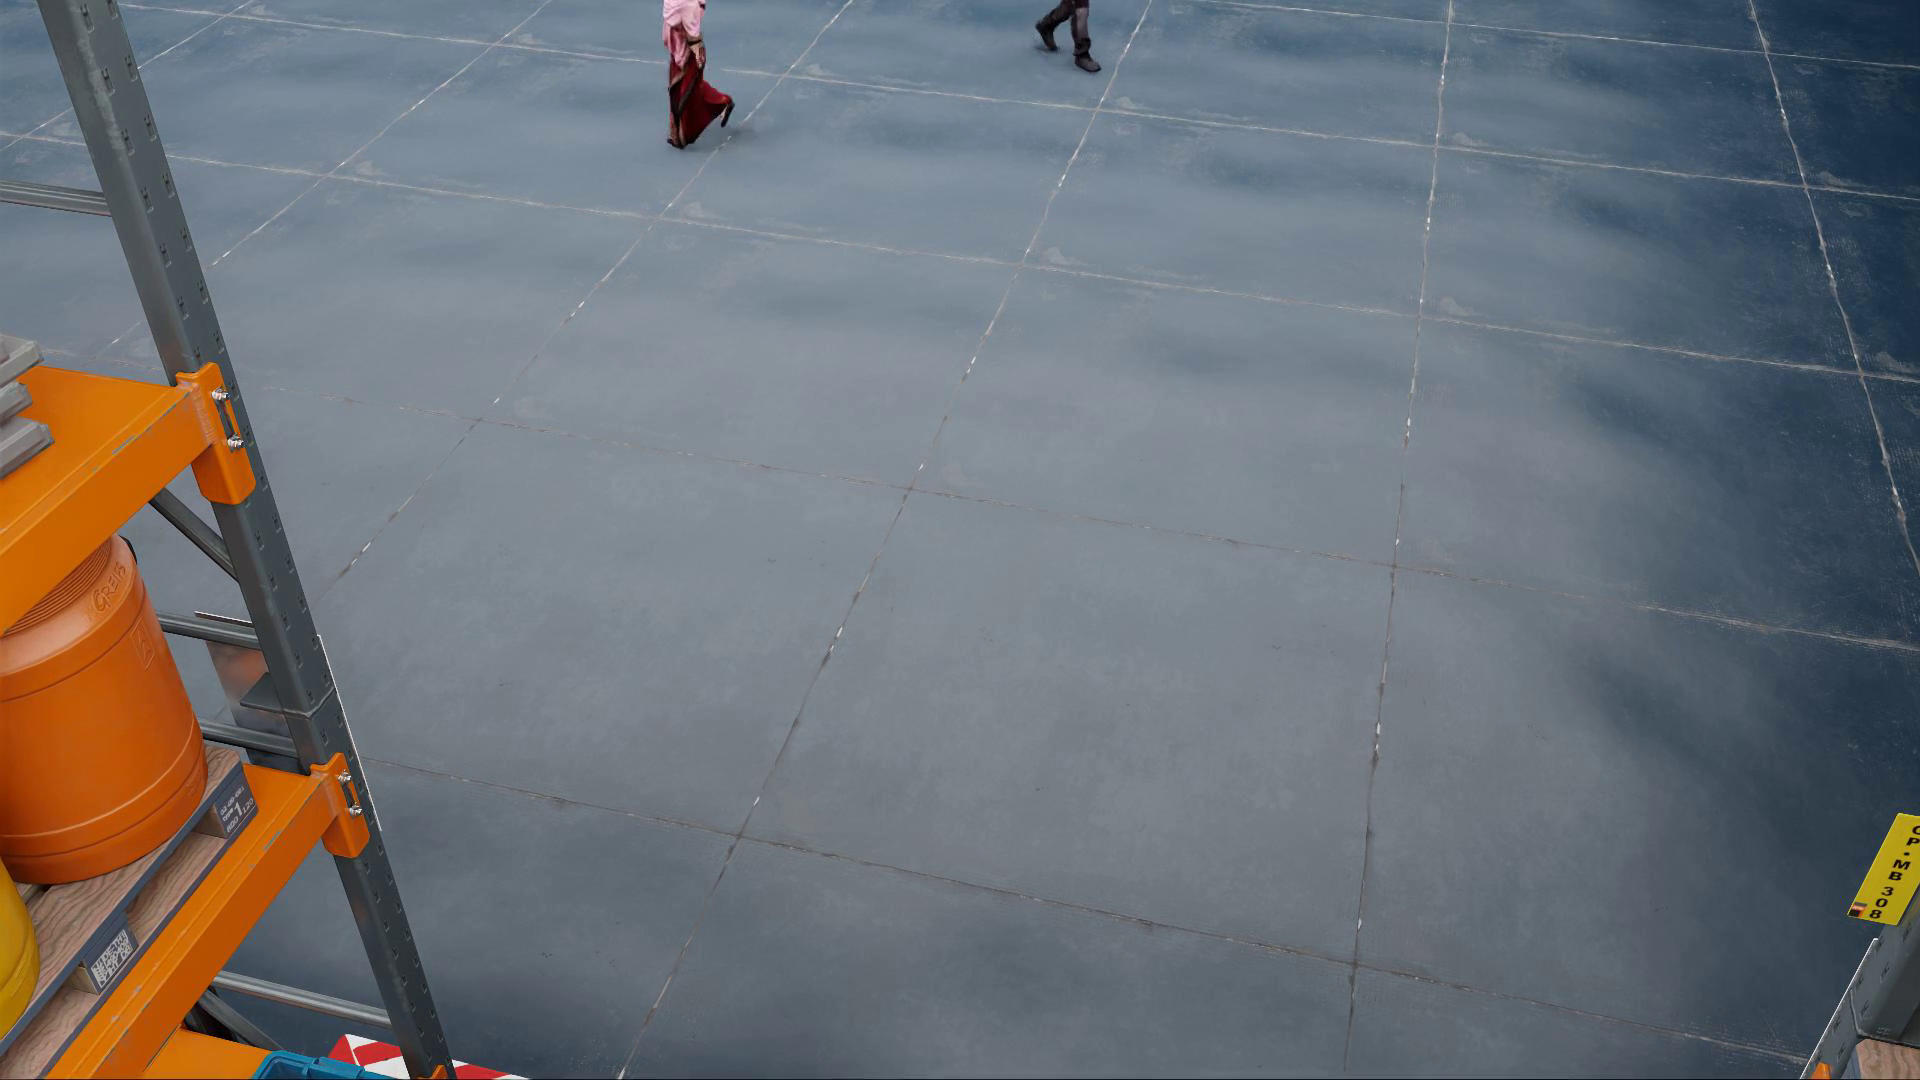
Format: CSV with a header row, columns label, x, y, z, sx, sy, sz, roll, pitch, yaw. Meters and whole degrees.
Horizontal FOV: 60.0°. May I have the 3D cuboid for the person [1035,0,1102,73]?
label,x,y,z,sx,sy,sz,roll,pitch,yaw
person,1.018,-5.357,15.447,1.110,1.814,1.205,30,47,33

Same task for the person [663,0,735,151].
label,x,y,z,sx,sy,sz,roll,pitch,yaw
person,-2.241,-4.139,14.043,0.991,1.625,0.956,-15,40,-18
